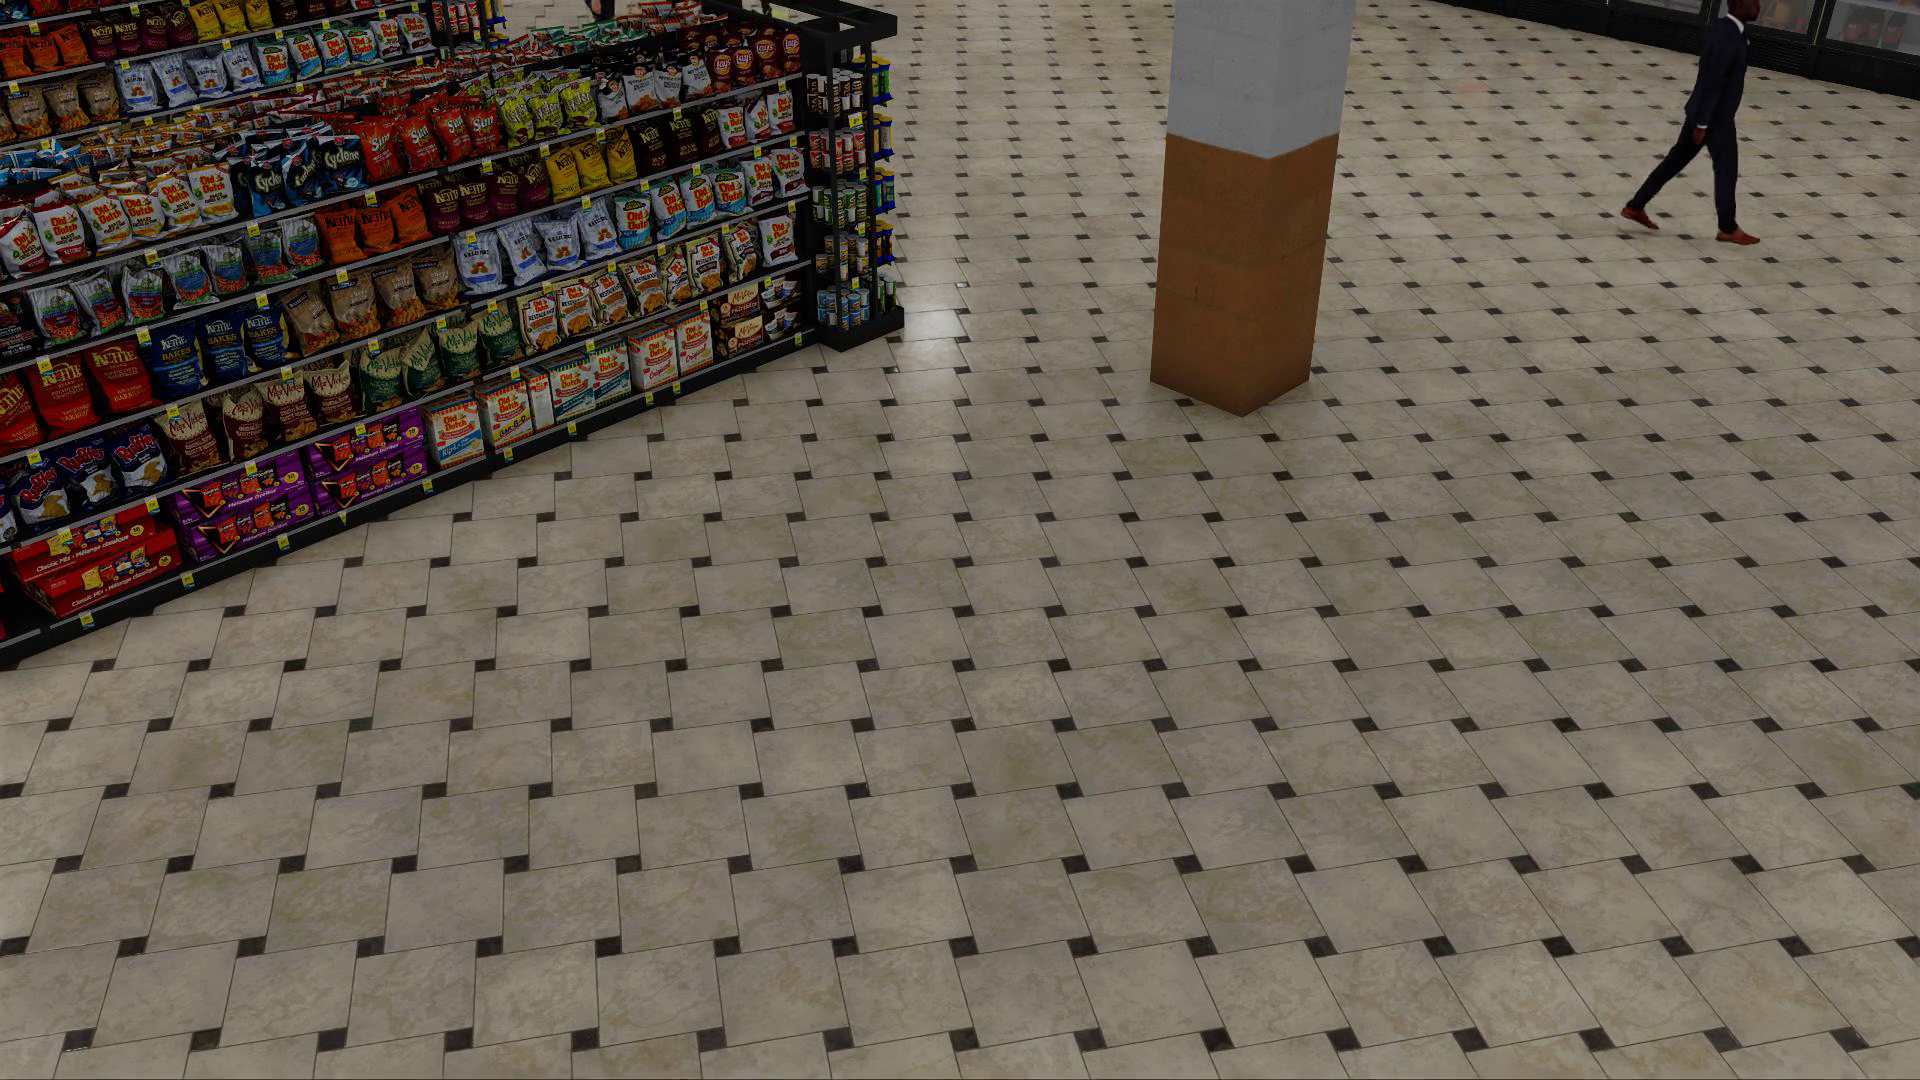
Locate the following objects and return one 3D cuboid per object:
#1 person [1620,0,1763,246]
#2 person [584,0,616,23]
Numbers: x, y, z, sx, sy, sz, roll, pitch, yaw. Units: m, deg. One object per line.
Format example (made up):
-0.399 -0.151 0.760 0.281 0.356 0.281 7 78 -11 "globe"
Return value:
5.192 -2.976 11.712 1.110 1.787 1.243 11 33 17 "person"
-3.186 -4.818 14.541 0.972 1.926 0.912 0 32 0 "person"
